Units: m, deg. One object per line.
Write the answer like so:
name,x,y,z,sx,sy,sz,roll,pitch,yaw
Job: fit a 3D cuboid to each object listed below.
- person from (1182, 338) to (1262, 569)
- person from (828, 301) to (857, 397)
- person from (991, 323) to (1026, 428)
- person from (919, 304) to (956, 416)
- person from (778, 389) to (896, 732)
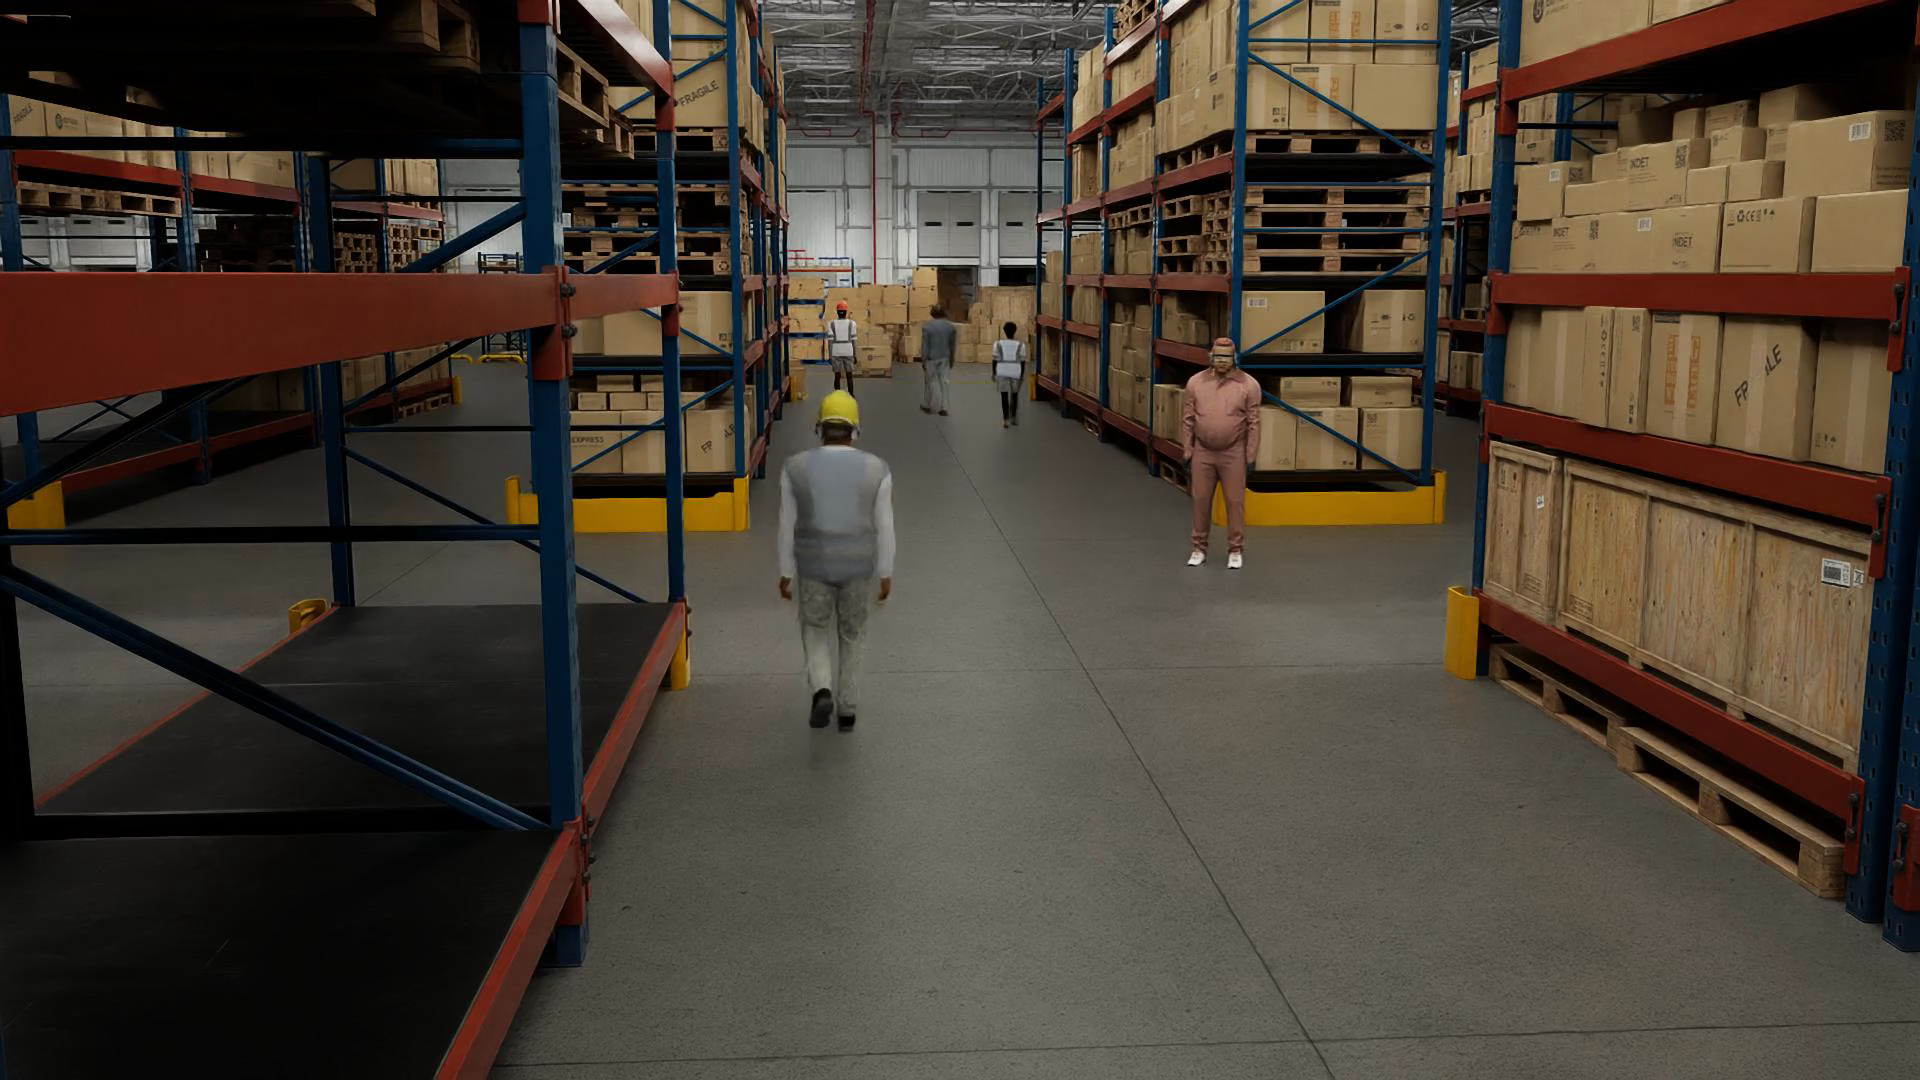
person,2.133,-0.710,13.677,0.645,1.898,0.396,4,10,21
person,-2.151,-3.411,30.502,0.542,1.938,0.358,0,9,-2
person,0.770,-2.614,26.380,0.541,1.645,0.877,0,9,-2
person,-0.415,-3.100,28.651,0.666,1.896,0.934,-4,10,-21
person,-0.637,0.125,8.666,0.615,1.815,0.443,-1,9,-5
